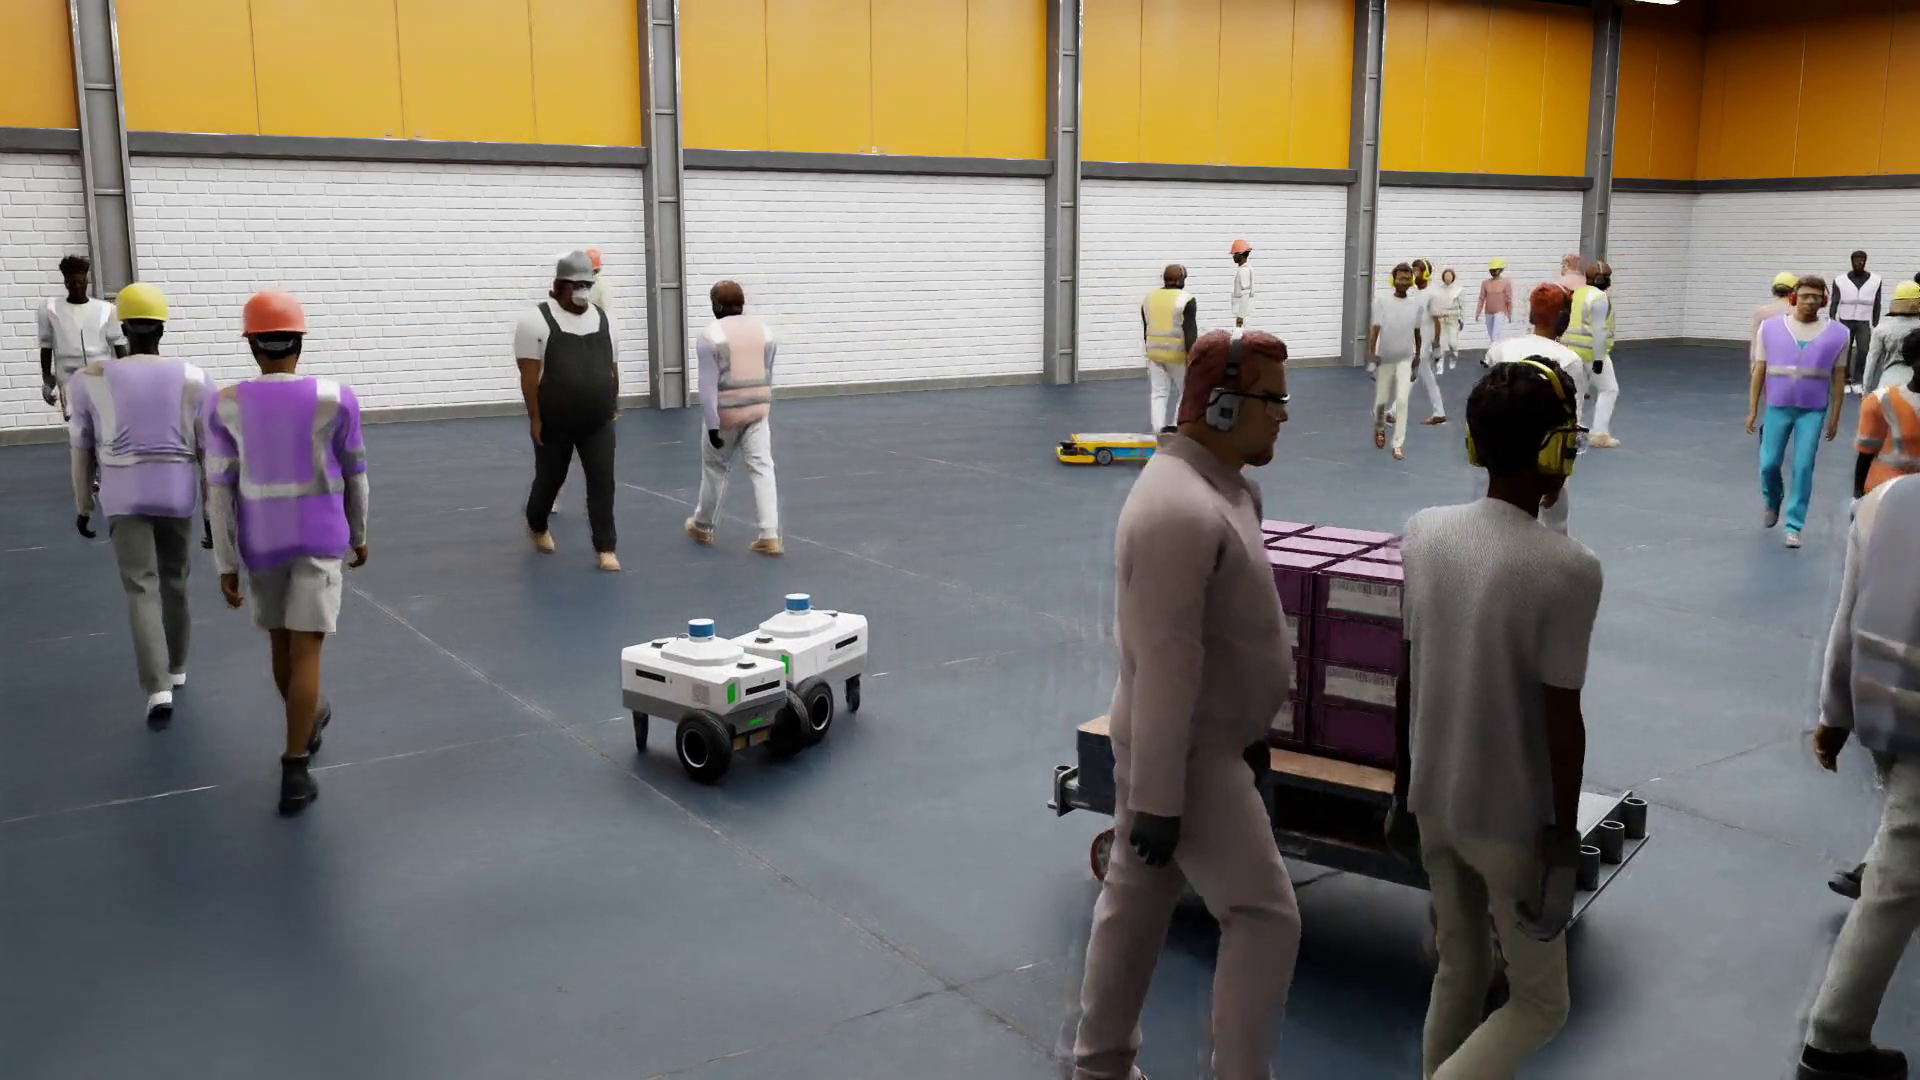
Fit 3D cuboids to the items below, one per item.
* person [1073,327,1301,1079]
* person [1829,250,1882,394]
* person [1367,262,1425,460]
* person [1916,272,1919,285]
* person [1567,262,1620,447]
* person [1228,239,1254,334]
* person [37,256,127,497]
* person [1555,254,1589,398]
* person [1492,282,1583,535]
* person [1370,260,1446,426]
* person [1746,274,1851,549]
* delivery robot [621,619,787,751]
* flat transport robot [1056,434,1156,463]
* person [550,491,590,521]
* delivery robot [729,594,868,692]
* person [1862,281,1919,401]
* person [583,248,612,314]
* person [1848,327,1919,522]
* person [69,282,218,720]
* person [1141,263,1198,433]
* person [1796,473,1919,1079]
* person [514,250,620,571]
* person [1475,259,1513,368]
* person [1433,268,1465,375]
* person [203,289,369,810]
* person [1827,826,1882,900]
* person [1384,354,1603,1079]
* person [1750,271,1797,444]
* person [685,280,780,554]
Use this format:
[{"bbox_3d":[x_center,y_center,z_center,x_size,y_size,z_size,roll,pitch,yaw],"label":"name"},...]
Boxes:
[{"bbox_3d":[0.594,0.473,3.713,0.756,1.872,0.678,1,10,8],"label":"person"},{"bbox_3d":[11.835,-2.870,21.999,0.621,1.890,0.661,4,11,20],"label":"person"},{"bbox_3d":[4.125,-1.714,15.815,0.522,1.850,0.796,1,10,7],"label":"person"},{"bbox_3d":[12.443,-2.690,21.641,0.613,1.665,0.554,1,10,4],"label":"person"},{"bbox_3d":[6.314,-1.819,16.426,0.632,1.824,0.653,-1,10,-6],"label":"person"},{"bbox_3d":[3.967,-3.225,23.552,0.387,2.039,0.615,2,11,12],"label":"person"},{"bbox_3d":[-7.008,-1.300,13.354,0.630,1.903,0.988,-7,12,-33],"label":"person"},{"bbox_3d":[7.819,-2.770,21.559,0.660,1.854,0.990,-8,13,-38],"label":"person"},{"bbox_3d":[2.895,-0.396,8.577,0.895,1.859,0.576,-6,12,-31],"label":"person"},{"bbox_3d":[4.975,-2.154,18.286,0.968,1.823,0.519,-1,10,-6],"label":"person"},{"bbox_3d":[5.654,-0.879,11.262,0.591,1.831,0.567,5,12,27],"label":"person"},{"bbox_3d":[-1.026,0.558,6.633,0.707,0.478,0.477,9,14,40],"label":"delivery robot"},{"bbox_3d":[1.628,-0.857,15.423,1.431,0.197,0.652,0,10,0],"label":"flat transport robot"},{"bbox_3d":[-2.876,-0.942,12.267,0.538,1.587,0.880,-9,14,-40],"label":"person"},{"bbox_3d":[-0.688,0.473,7.098,0.477,0.478,0.707,5,12,27],"label":"delivery robot"},{"bbox_3d":[7.457,-1.189,13.222,0.511,1.722,0.636,4,11,22],"label":"person"},{"bbox_3d":[-4.093,-2.285,18.647,0.647,1.946,0.517,9,14,42],"label":"person"},{"bbox_3d":[4.614,-0.227,8.160,0.542,1.669,0.776,1,10,6],"label":"person"},{"bbox_3d":[-3.553,-0.185,7.317,0.586,1.888,0.969,-7,12,-34],"label":"person"},{"bbox_3d":[2.043,-1.750,16.068,0.656,1.822,0.475,8,13,38],"label":"person"},{"bbox_3d":[2.478,0.463,4.020,0.878,1.785,0.623,-2,10,-9],"label":"person"},{"bbox_3d":[-2.489,-0.852,10.545,0.685,2.000,0.878,-6,12,-30],"label":"person"},{"bbox_3d":[8.429,-3.580,26.370,0.890,1.724,0.545,-9,14,-40],"label":"person"},{"bbox_3d":[7.409,-3.326,25.279,0.515,1.620,0.587,5,11,23],"label":"person"},{"bbox_3d":[-2.516,0.002,6.302,0.546,1.874,1.031,-2,10,-10],"label":"person"},{"bbox_3d":[3.075,0.285,4.983,0.866,1.785,0.599,-5,12,-26],"label":"person"},{"bbox_3d":[1.002,0.561,3.336,0.548,1.856,0.520,-6,12,-31],"label":"person"},{"bbox_3d":[8.058,-1.770,16.405,0.528,1.746,0.781,10,14,44],"label":"person"},{"bbox_3d":[-1.502,-0.815,11.034,0.618,1.793,0.976,-8,13,-37],"label":"person"}]
